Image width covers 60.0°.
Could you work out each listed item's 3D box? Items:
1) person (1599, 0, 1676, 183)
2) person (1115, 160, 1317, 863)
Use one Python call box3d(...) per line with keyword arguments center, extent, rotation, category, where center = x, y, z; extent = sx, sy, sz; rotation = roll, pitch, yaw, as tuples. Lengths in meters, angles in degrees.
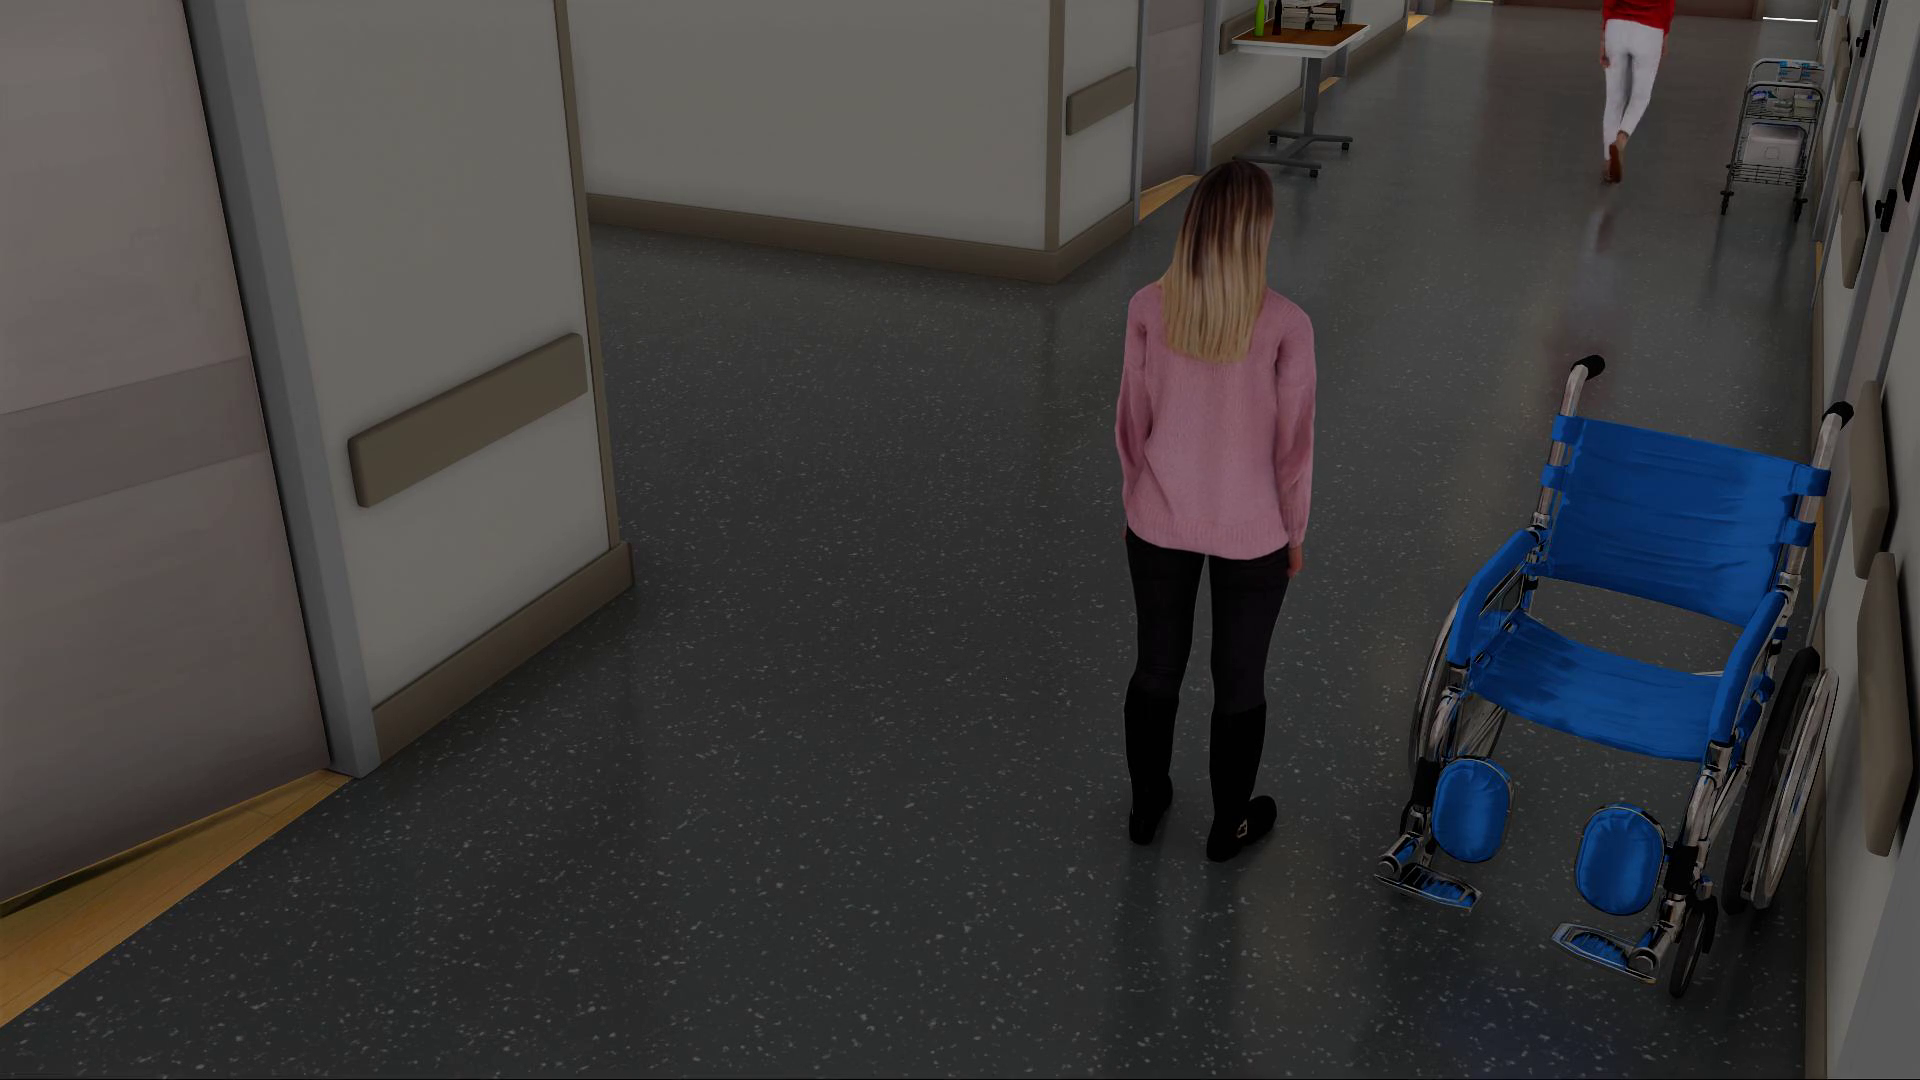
box3d(center=(3.965, -2.907, 9.798), extent=(0.557, 1.677, 0.896), rotation=(12, 28, 23), category="person")
box3d(center=(0.567, -0.032, 3.823), extent=(0.595, 1.688, 0.526), rotation=(12, 28, 23), category="person")
